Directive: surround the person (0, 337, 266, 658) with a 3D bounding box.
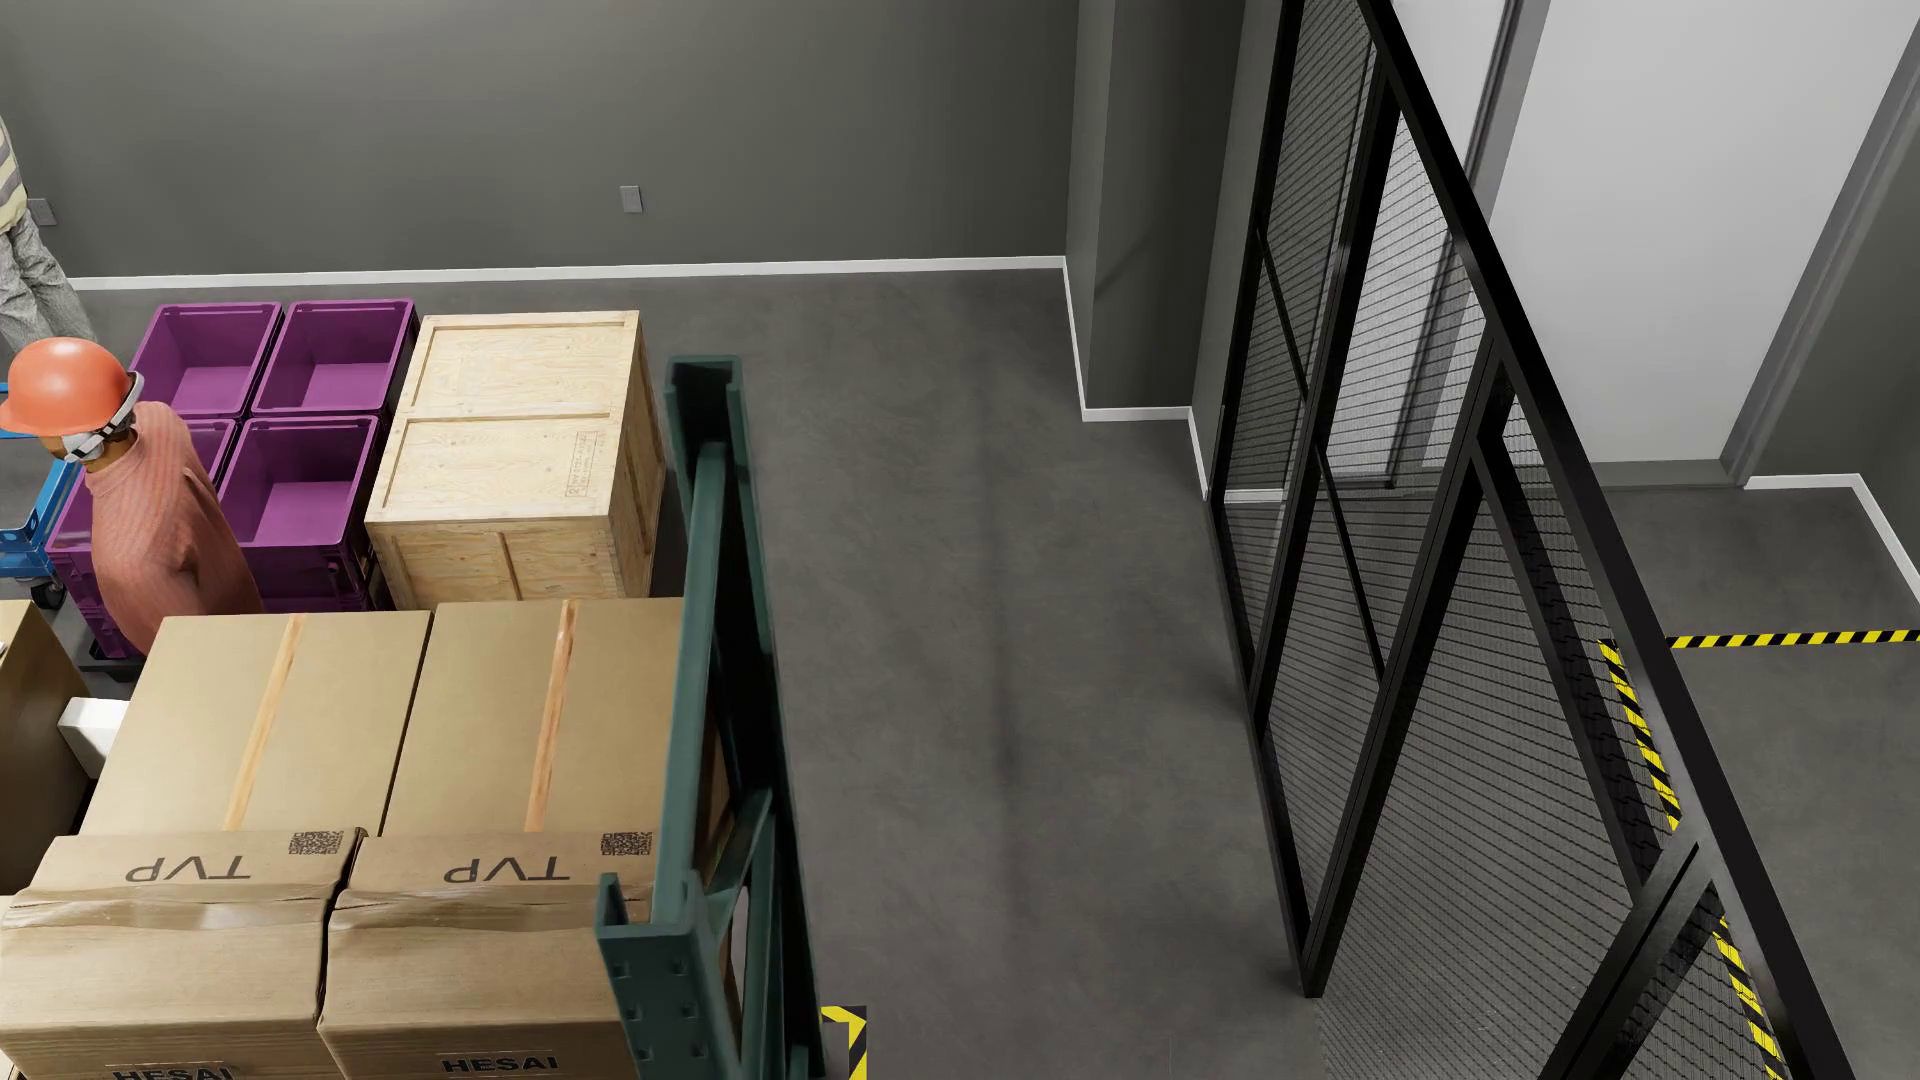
[{"bbox_3d":[-2.046,0.251,4.478,0.381,1.994,0.622,-12,48,-11],"label":"person"}]

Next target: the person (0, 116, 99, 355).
[{"bbox_3d":[-3.552,-1.192,5.963,0.404,1.835,0.601,1,46,1],"label":"person"}]
